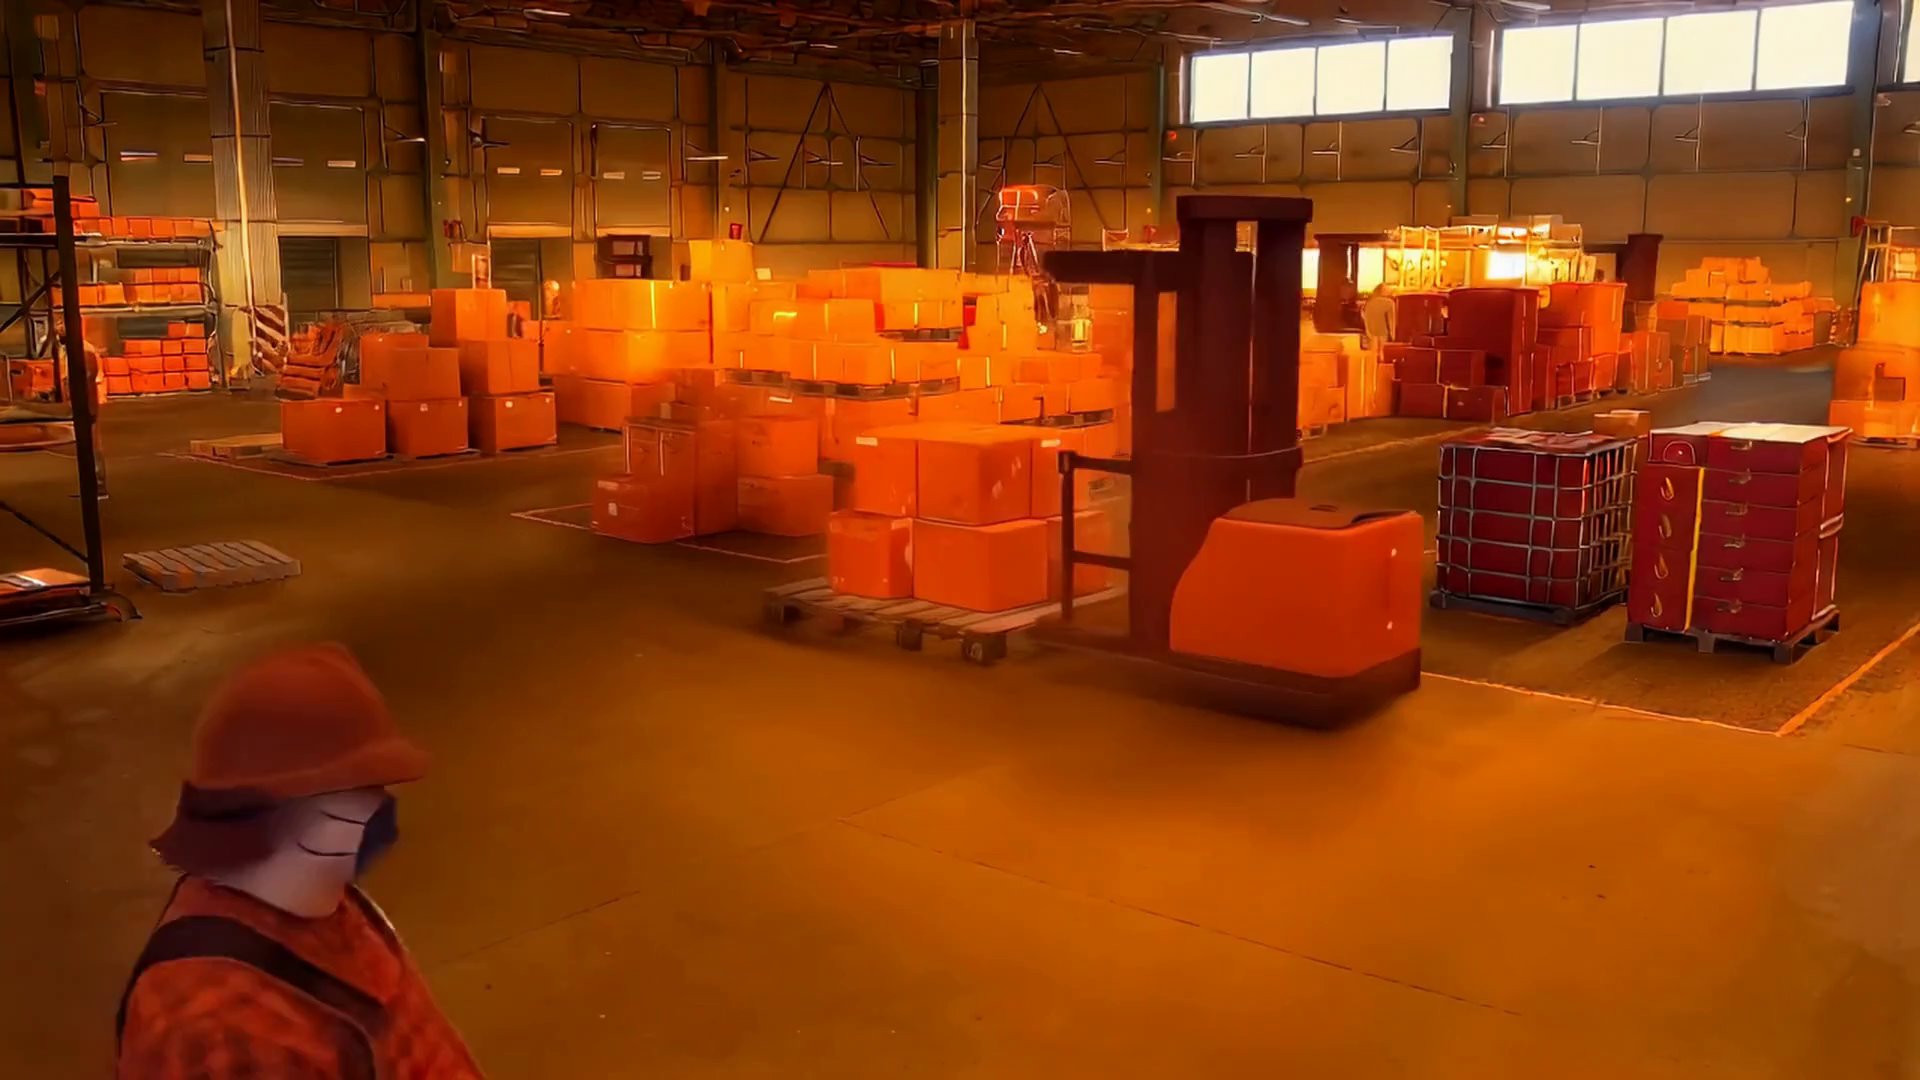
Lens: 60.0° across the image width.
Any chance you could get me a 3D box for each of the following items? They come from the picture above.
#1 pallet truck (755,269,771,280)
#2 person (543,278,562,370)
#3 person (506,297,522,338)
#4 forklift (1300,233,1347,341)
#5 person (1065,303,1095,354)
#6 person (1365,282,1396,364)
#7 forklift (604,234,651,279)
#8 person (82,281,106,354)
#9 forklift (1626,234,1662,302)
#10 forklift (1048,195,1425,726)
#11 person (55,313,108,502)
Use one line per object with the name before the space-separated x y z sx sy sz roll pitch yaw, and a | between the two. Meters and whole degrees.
pallet truck | -4.996 -6.432 45.525 1.885 1.965 0.823 -6 12 -32
person | -8.135 -4.252 33.273 0.354 1.942 0.545 -6 12 -32
person | -6.928 -2.792 25.259 0.599 1.836 0.972 2 10 12
forklift | 7.275 -4.634 32.777 1.873 2.768 1.129 6 12 30
person | 2.090 -3.211 28.273 0.608 1.621 0.524 -8 13 -40
person | 7.539 -3.644 29.821 0.373 1.940 0.629 -8 13 -39
forklift | -6.969 -5.043 35.102 1.129 2.768 1.873 0 10 -1
person | -17.299 -4.222 33.284 0.980 1.898 0.549 -9 13 -41
forklift | 13.795 -4.800 33.719 1.873 2.768 1.129 8 13 40
forklift | 1.593 -0.531 9.417 1.873 2.768 1.129 8 13 40
person | -8.884 -1.344 16.829 0.596 1.907 0.412 8 13 40
